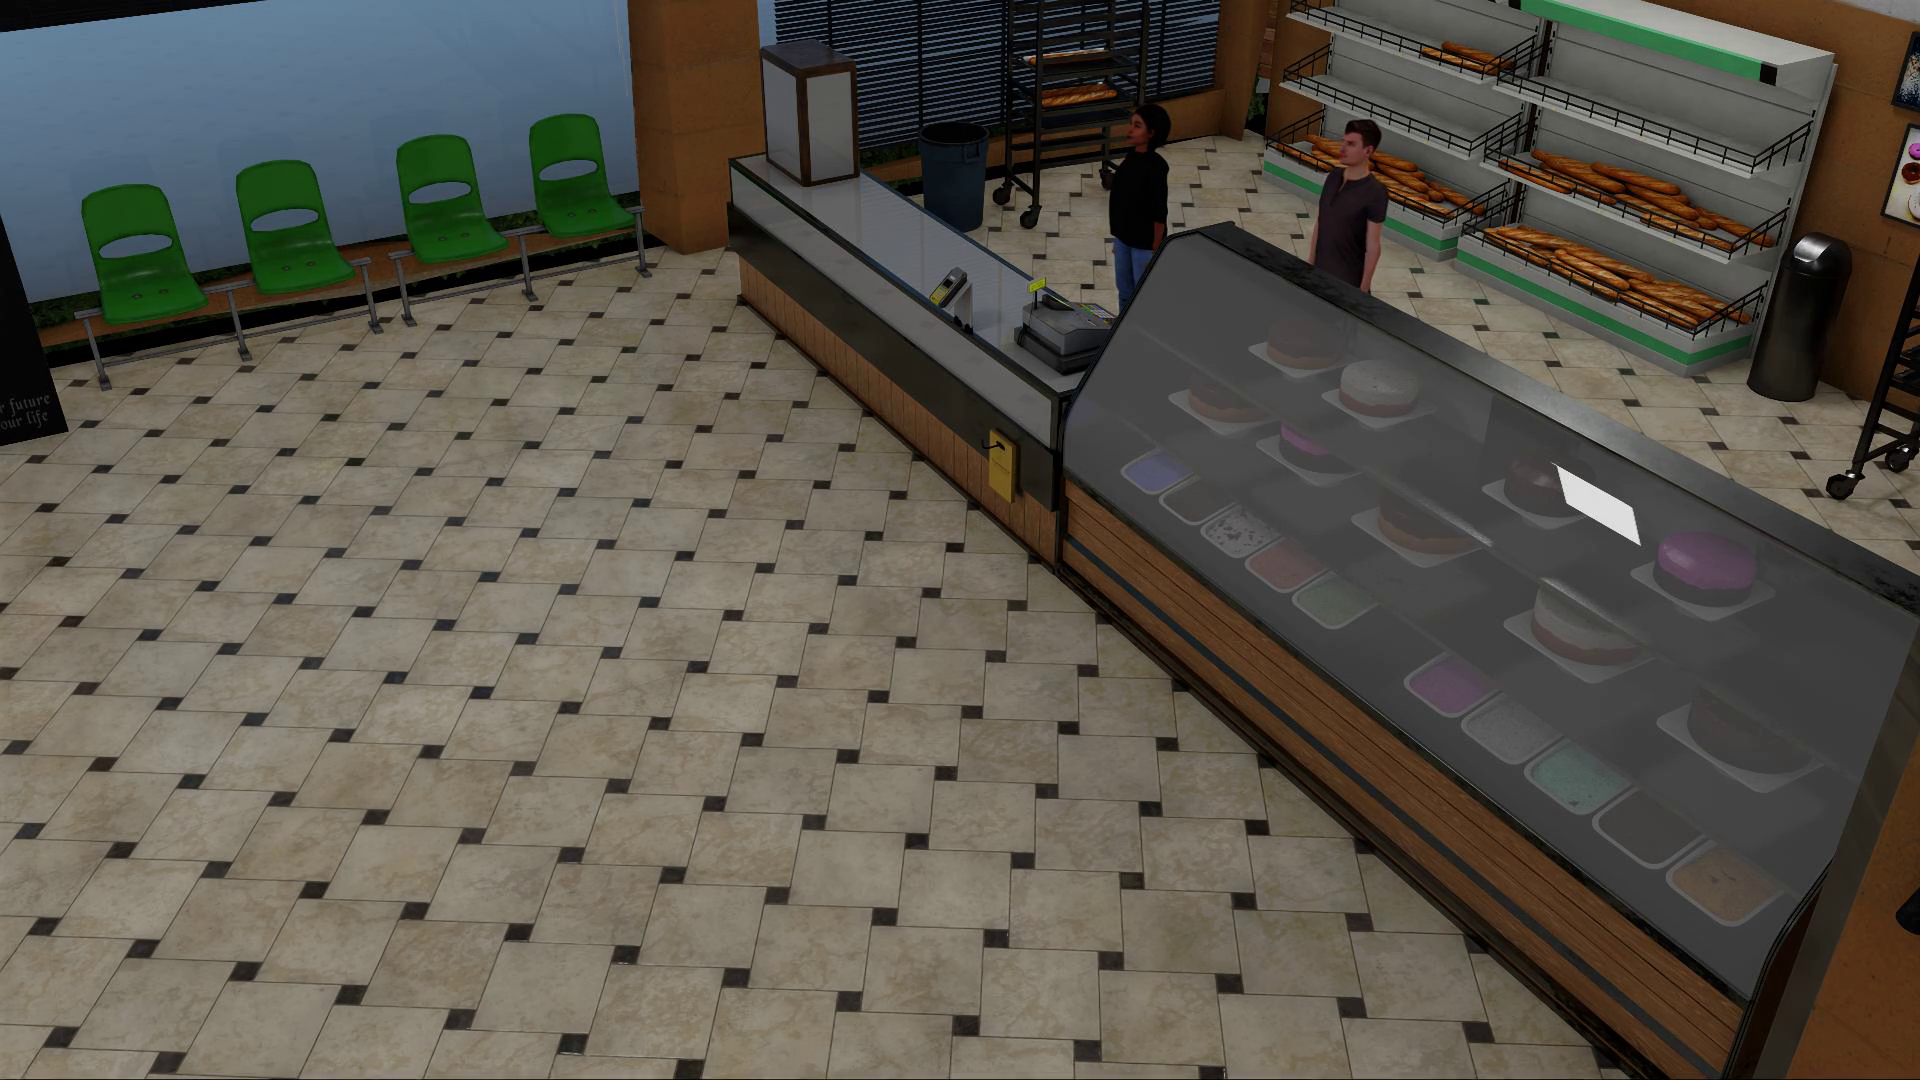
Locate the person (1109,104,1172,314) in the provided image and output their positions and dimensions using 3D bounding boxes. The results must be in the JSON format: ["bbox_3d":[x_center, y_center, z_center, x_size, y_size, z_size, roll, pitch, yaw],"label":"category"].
[{"bbox_3d":[1.079,-1.782,9.999,0.524,1.701,0.559,-17,36,-25],"label":"person"}]

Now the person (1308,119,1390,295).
[{"bbox_3d":[2.142,-1.455,9.330,0.524,1.853,0.639,-17,36,-25],"label":"person"}]
